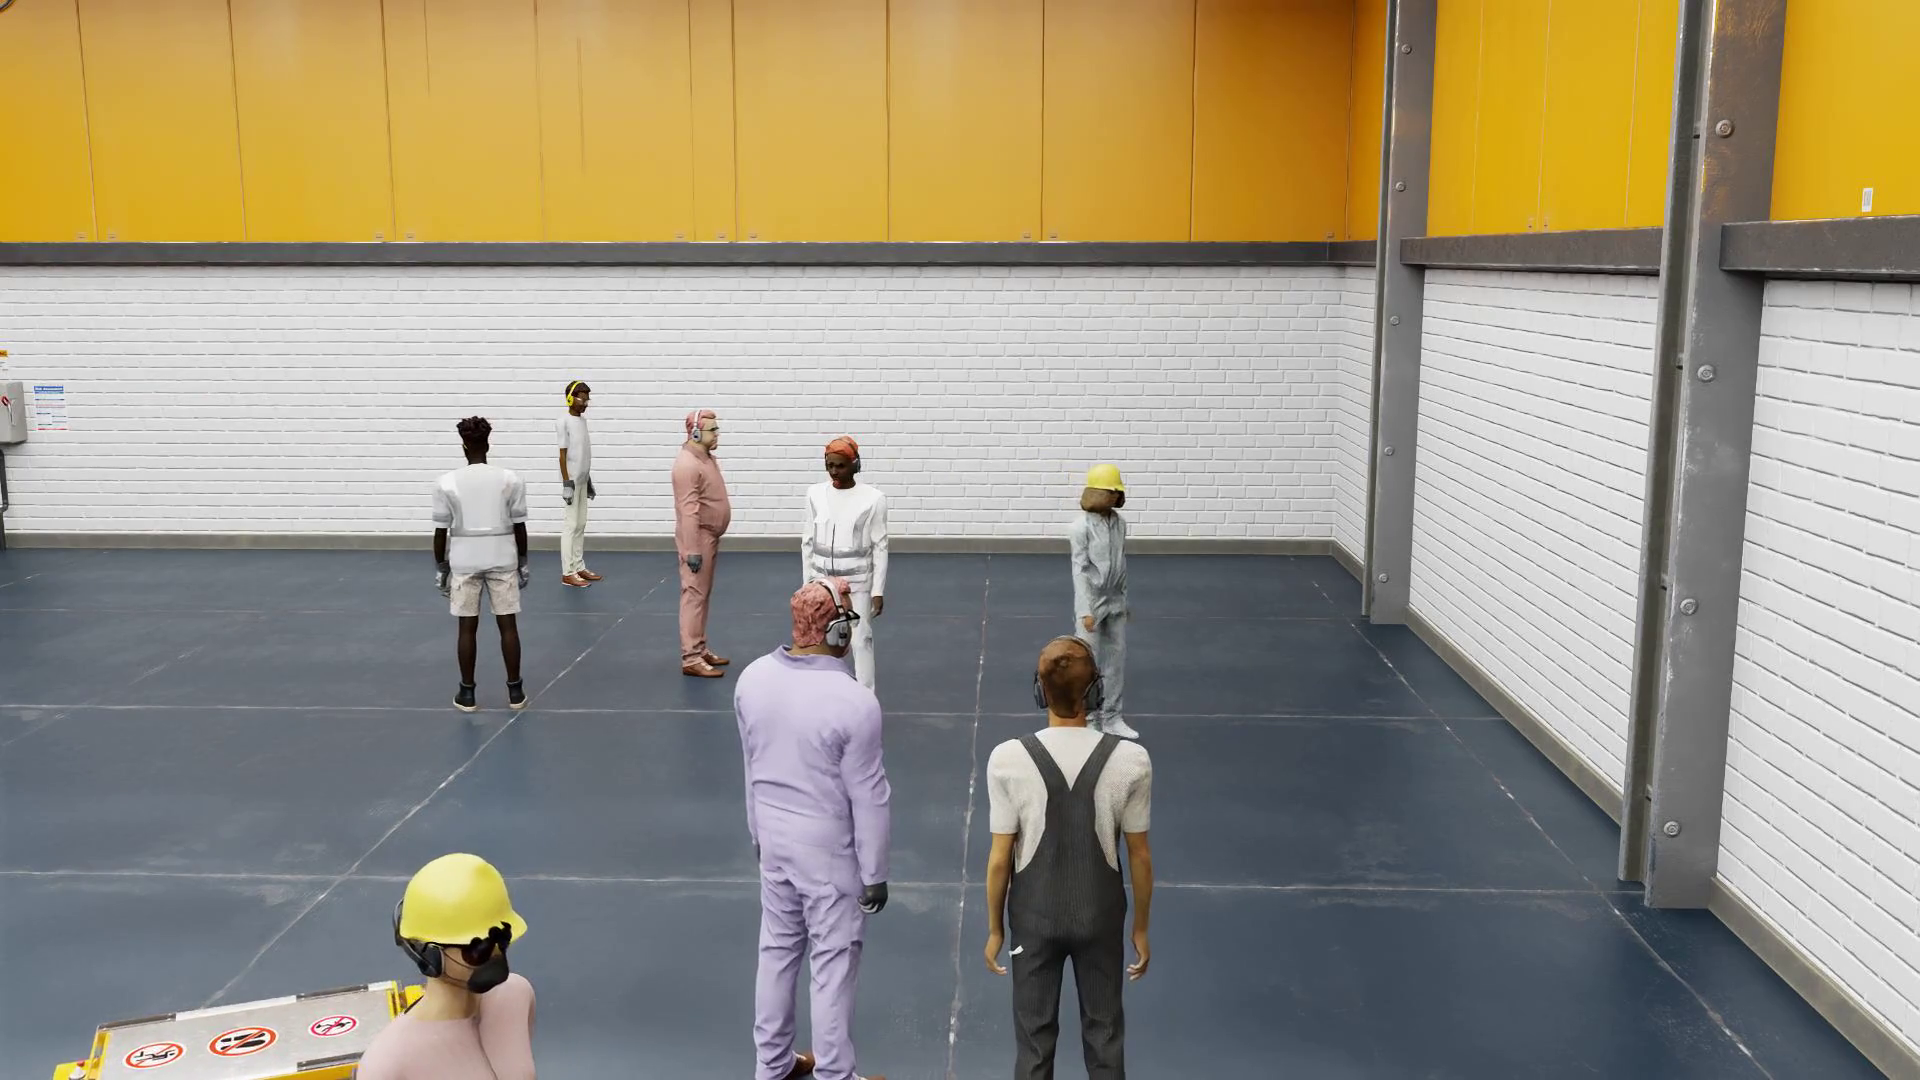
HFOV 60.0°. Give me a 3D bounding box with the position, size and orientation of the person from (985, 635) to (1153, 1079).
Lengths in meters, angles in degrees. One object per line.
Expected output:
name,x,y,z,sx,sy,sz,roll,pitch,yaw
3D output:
person,0.337,1.204,5.165,0.516,1.842,0.329,0,10,0

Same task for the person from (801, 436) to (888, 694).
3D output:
person,-0.730,0.287,10.411,0.573,1.887,0.355,4,10,21

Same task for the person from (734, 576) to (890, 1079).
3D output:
person,-0.486,1.067,5.825,0.646,1.901,0.401,8,12,38

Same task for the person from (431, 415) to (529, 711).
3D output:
person,-3.168,0.154,11.023,0.618,1.953,0.398,-3,10,-17

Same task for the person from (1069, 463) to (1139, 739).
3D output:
person,0.874,0.395,10.205,0.504,1.742,0.303,-9,13,-43

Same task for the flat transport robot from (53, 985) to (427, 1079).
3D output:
flat transport robot,-2.461,1.859,5.932,1.431,0.197,0.652,-4,10,-21

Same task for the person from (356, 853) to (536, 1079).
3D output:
person,-1.041,1.519,3.546,0.306,1.770,0.525,4,10,20

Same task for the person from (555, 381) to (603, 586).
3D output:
person,-3.485,-0.517,15.190,0.328,1.865,0.518,2,10,11

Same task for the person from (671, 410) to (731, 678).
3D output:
person,-1.839,0.016,11.937,0.399,1.908,0.643,0,10,2
